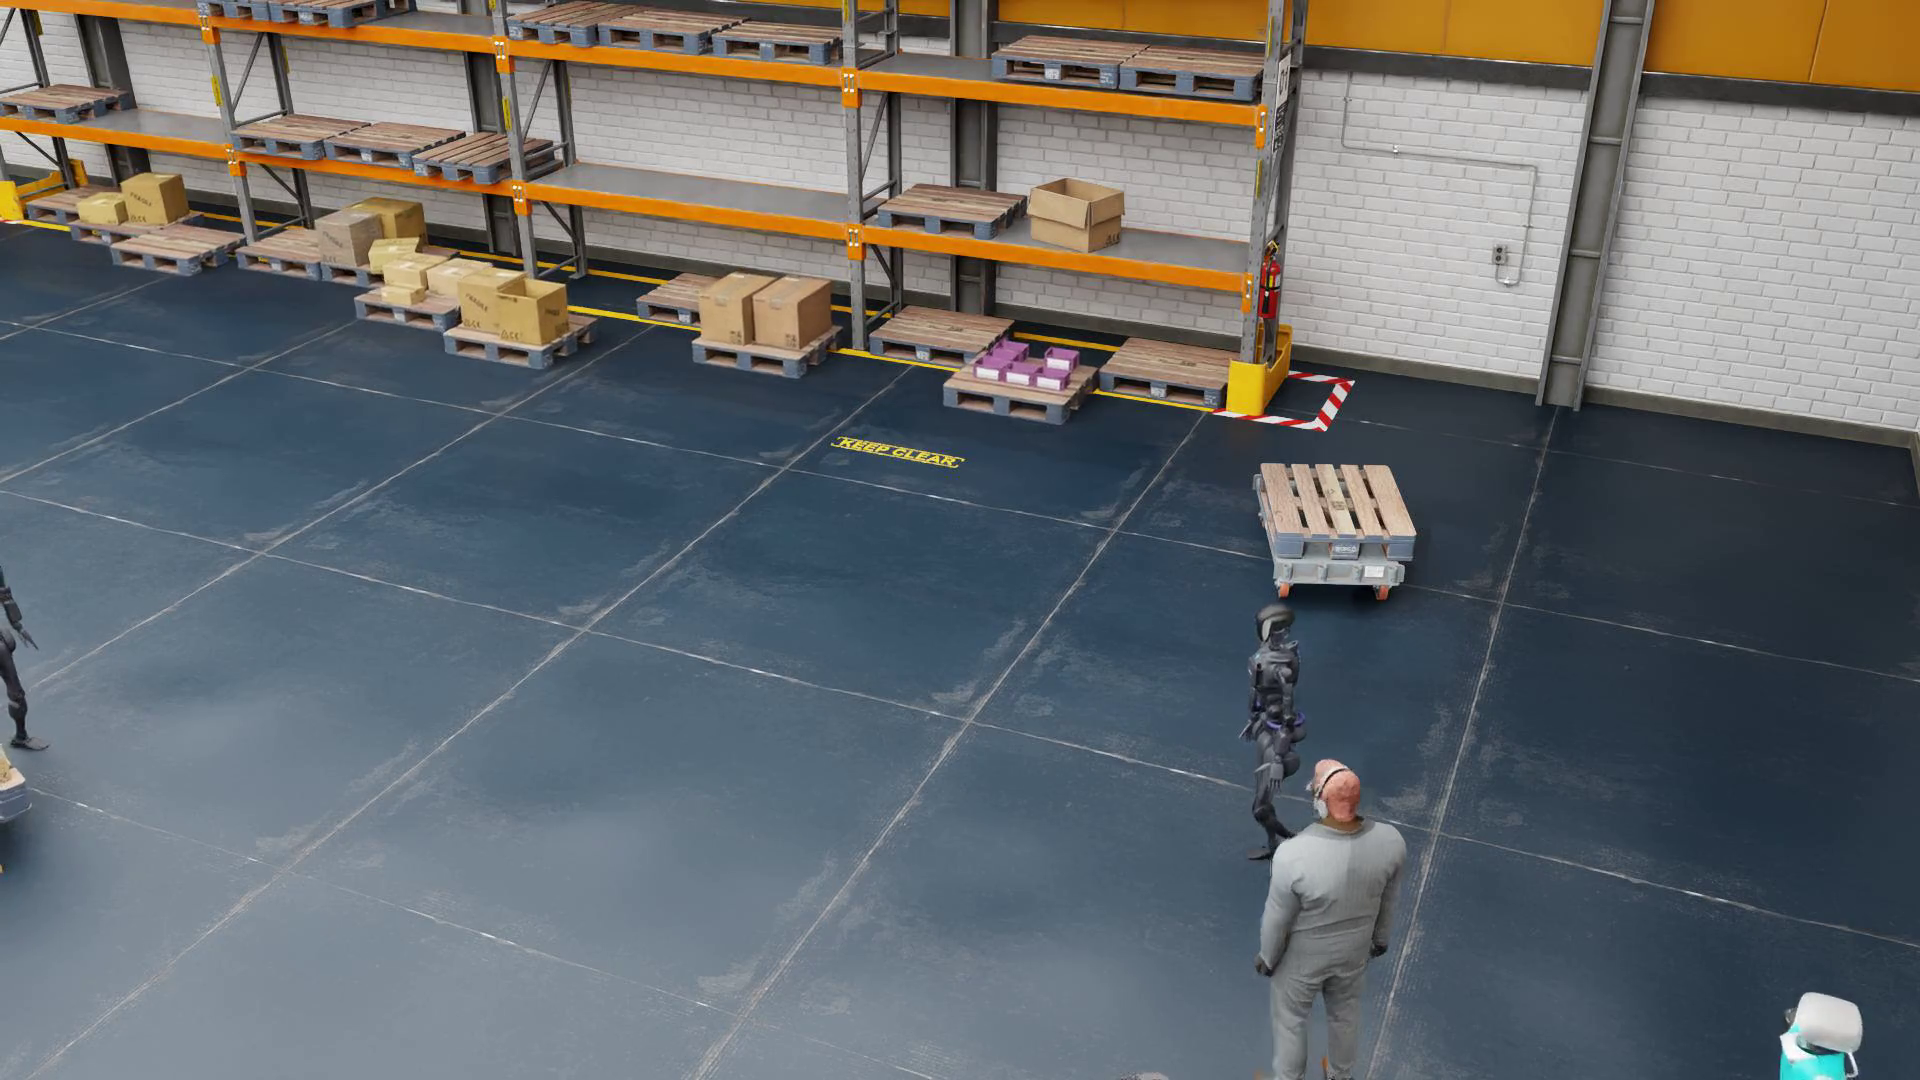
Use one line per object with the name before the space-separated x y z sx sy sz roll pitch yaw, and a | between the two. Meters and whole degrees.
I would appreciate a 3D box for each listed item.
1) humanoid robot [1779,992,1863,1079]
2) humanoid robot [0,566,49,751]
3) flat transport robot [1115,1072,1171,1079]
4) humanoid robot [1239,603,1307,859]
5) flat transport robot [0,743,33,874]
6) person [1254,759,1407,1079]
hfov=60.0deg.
humanoid robot | 3.429 2.583 6.422 0.779 1.878 0.559 6 28 11
humanoid robot | -6.000 0.627 10.174 0.317 1.654 0.607 16 31 28
flat transport robot | 0.401 2.835 7.435 1.431 0.231 0.659 -9 29 -17
humanoid robot | 1.774 1.095 9.275 0.383 1.638 0.601 -3 27 -7
flat transport robot | -6.151 1.700 9.635 1.431 0.231 0.659 24 36 39
person | 1.661 1.832 7.606 0.667 1.902 0.412 -7 28 -14
